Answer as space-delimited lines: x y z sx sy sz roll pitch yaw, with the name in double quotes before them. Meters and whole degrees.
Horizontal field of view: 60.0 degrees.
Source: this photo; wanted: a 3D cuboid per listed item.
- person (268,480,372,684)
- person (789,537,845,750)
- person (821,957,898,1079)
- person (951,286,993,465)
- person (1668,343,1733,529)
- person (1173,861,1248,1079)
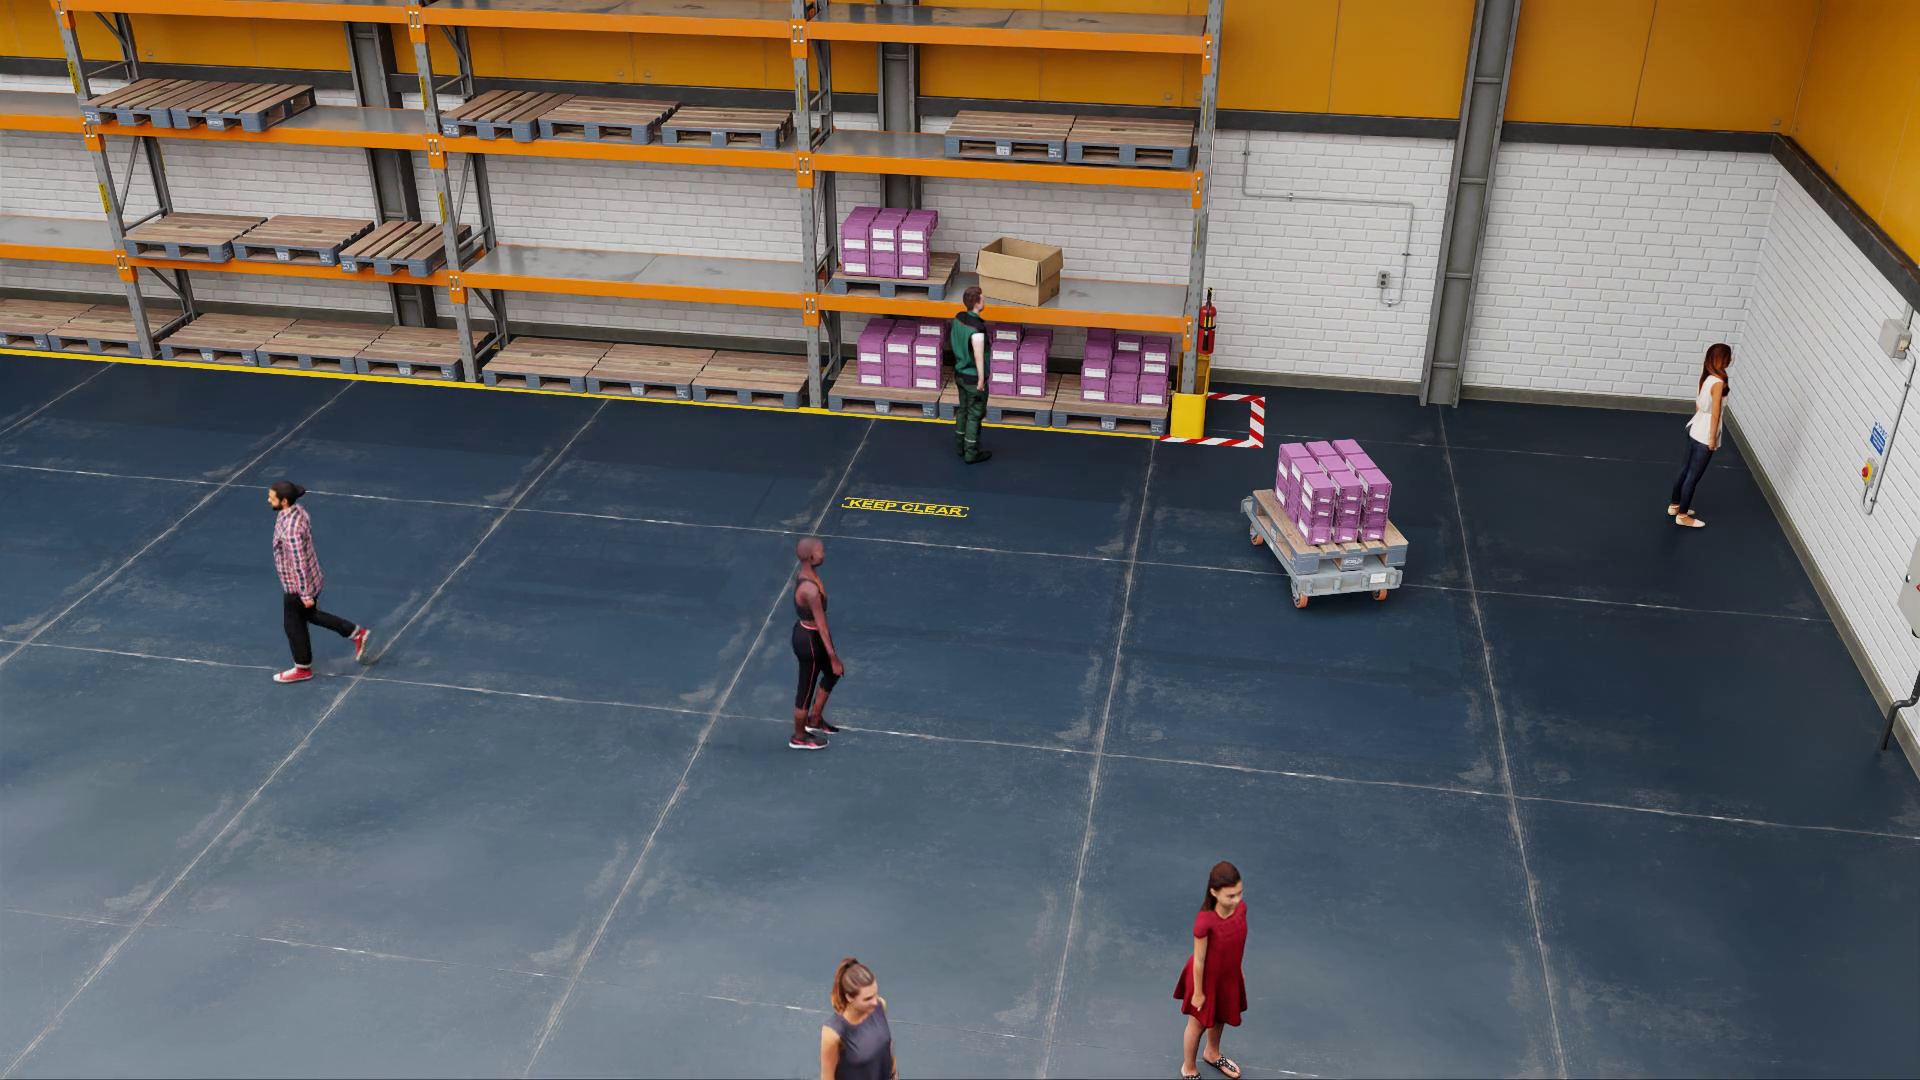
"person" -5.121 0.307 13.096 1.129 1.740 0.946 -8 30 -14
"person" -1.196 0.782 12.221 0.737 1.744 0.698 -2 29 -3
"person" -0.559 2.807 8.543 0.862 1.709 0.767 24 37 37
"person" 0.116 -1.665 16.603 0.781 1.842 0.732 -16 33 -27
"person" 6.870 -0.986 15.418 0.542 1.785 0.611 3 29 5
"person" 1.440 2.441 9.378 0.684 1.554 0.744 -20 35 -32
